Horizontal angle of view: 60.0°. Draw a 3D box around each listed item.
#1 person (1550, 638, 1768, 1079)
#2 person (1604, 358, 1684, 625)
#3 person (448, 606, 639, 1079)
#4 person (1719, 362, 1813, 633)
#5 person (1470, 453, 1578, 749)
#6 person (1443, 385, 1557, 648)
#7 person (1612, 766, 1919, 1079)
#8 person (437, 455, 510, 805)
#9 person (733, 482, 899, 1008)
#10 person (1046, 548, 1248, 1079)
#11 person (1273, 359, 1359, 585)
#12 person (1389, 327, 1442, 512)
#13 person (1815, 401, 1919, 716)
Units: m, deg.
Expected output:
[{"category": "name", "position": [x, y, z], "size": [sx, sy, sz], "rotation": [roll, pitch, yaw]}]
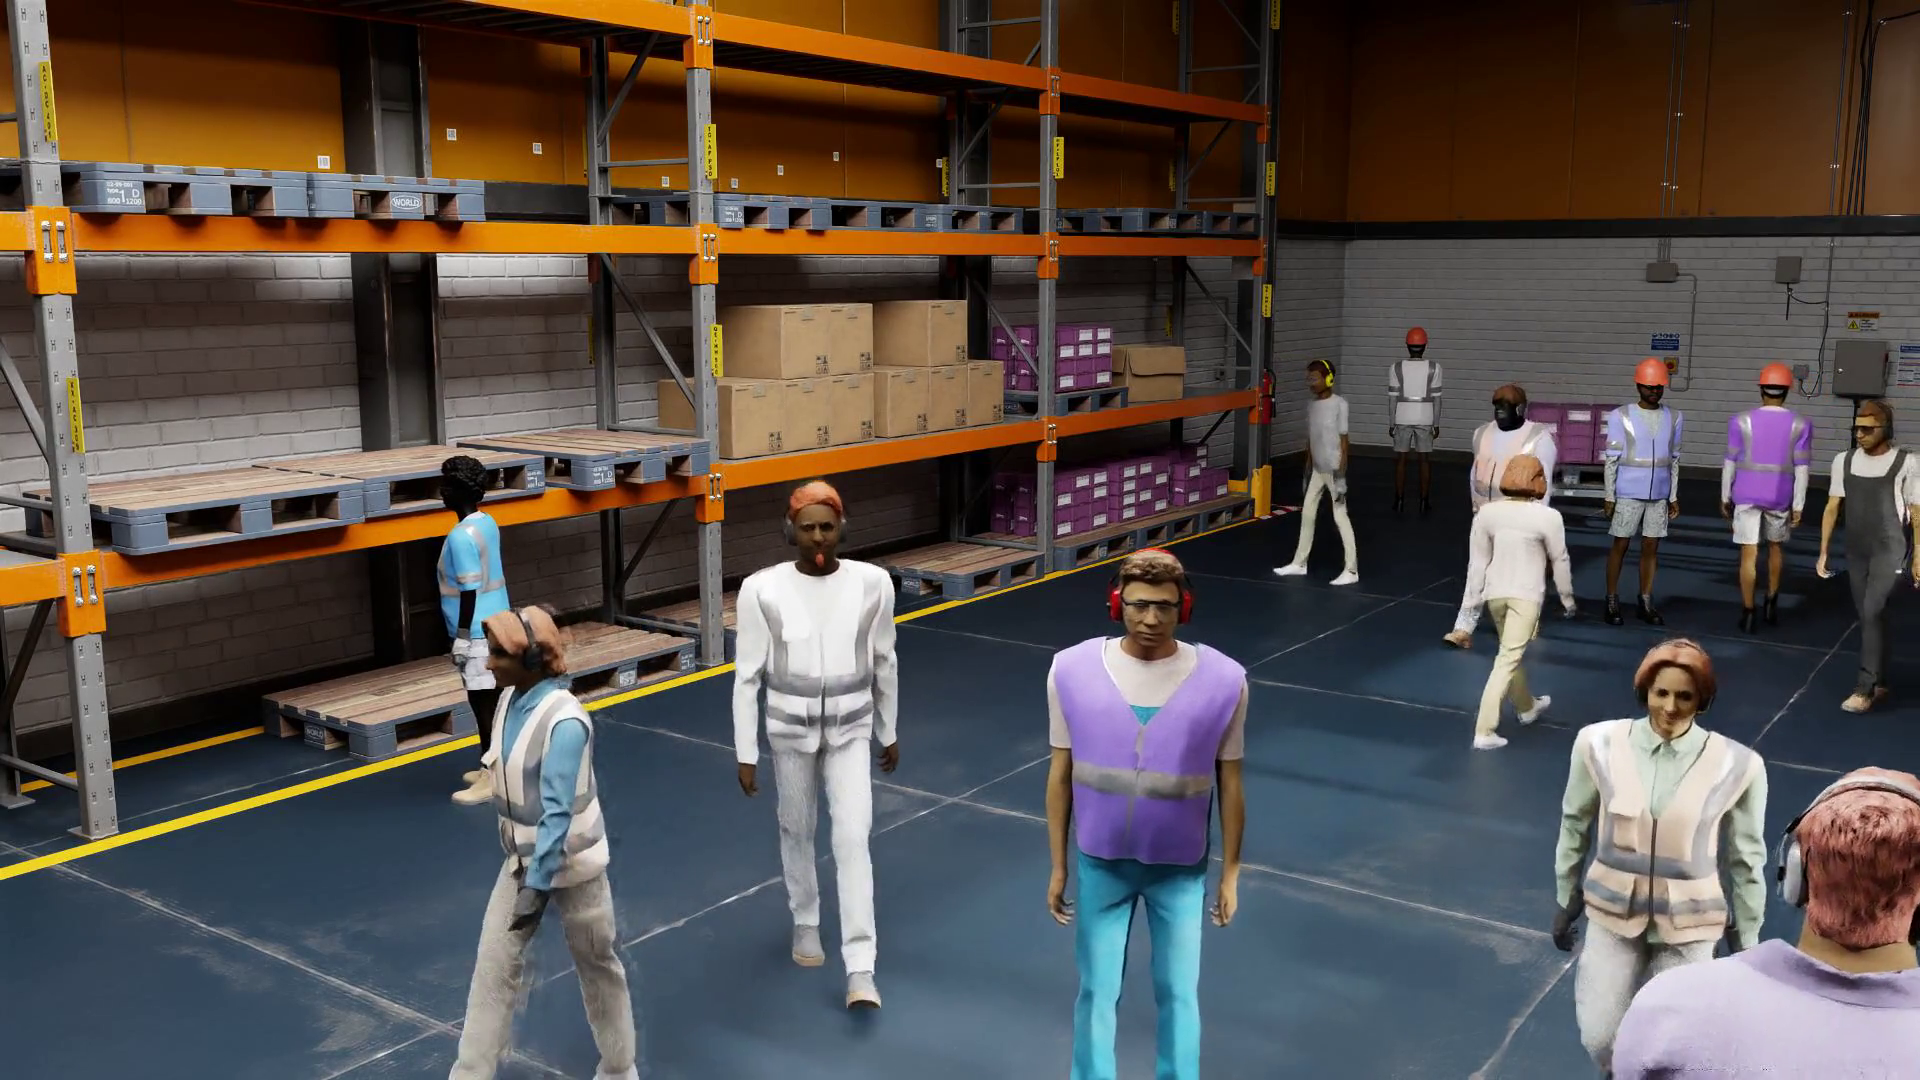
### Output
[{"category": "person", "position": [1.929, 1.051, 4.603], "size": [0.541, 1.621, 0.495], "rotation": [5, 11, 29]}, {"category": "person", "position": [4.919, -0.339, 11.967], "size": [0.551, 1.935, 0.372], "rotation": [0, 10, -1]}, {"category": "person", "position": [-1.318, 1.005, 4.968], "size": [0.799, 1.601, 0.513], "rotation": [-9, 13, -42]}, {"category": "person", "position": [5.739, -0.311, 11.896], "size": [0.553, 1.908, 0.741], "rotation": [3, 10, 20]}, {"category": "person", "position": [3.077, 0.320, 9.097], "size": [0.880, 1.582, 0.507], "rotation": [-7, 12, -37]}, {"category": "person", "position": [3.703, -0.154, 11.302], "size": [0.952, 1.791, 0.649], "rotation": [-8, 13, -40]}, {"category": "person", "position": [1.308, 1.273, 2.500], "size": [0.647, 1.892, 0.480], "rotation": [7, 12, 35]}, {"category": "person", "position": [-2.352, 0.434, 8.076], "size": [0.322, 1.696, 0.536], "rotation": [0, 10, -3]}, {"category": "person", "position": [-0.494, 0.725, 5.904], "size": [0.608, 1.835, 0.967], "rotation": [-2, 10, -9]}, {"category": "person", "position": [0.529, 0.918, 4.775], "size": [0.565, 1.841, 0.382], "rotation": [2, 10, 10]}, {"category": "person", "position": [2.972, -0.562, 13.603], "size": [0.435, 1.851, 0.625], "rotation": [-5, 11, -26]}, {"category": "person", "position": [4.751, -1.253, 17.397], "size": [0.544, 1.943, 0.347], "rotation": [3, 10, 16]}, {"category": "person", "position": [5.271, 0.101, 9.710], "size": [0.822, 1.808, 0.518], "rotation": [-6, 11, -30]}]
